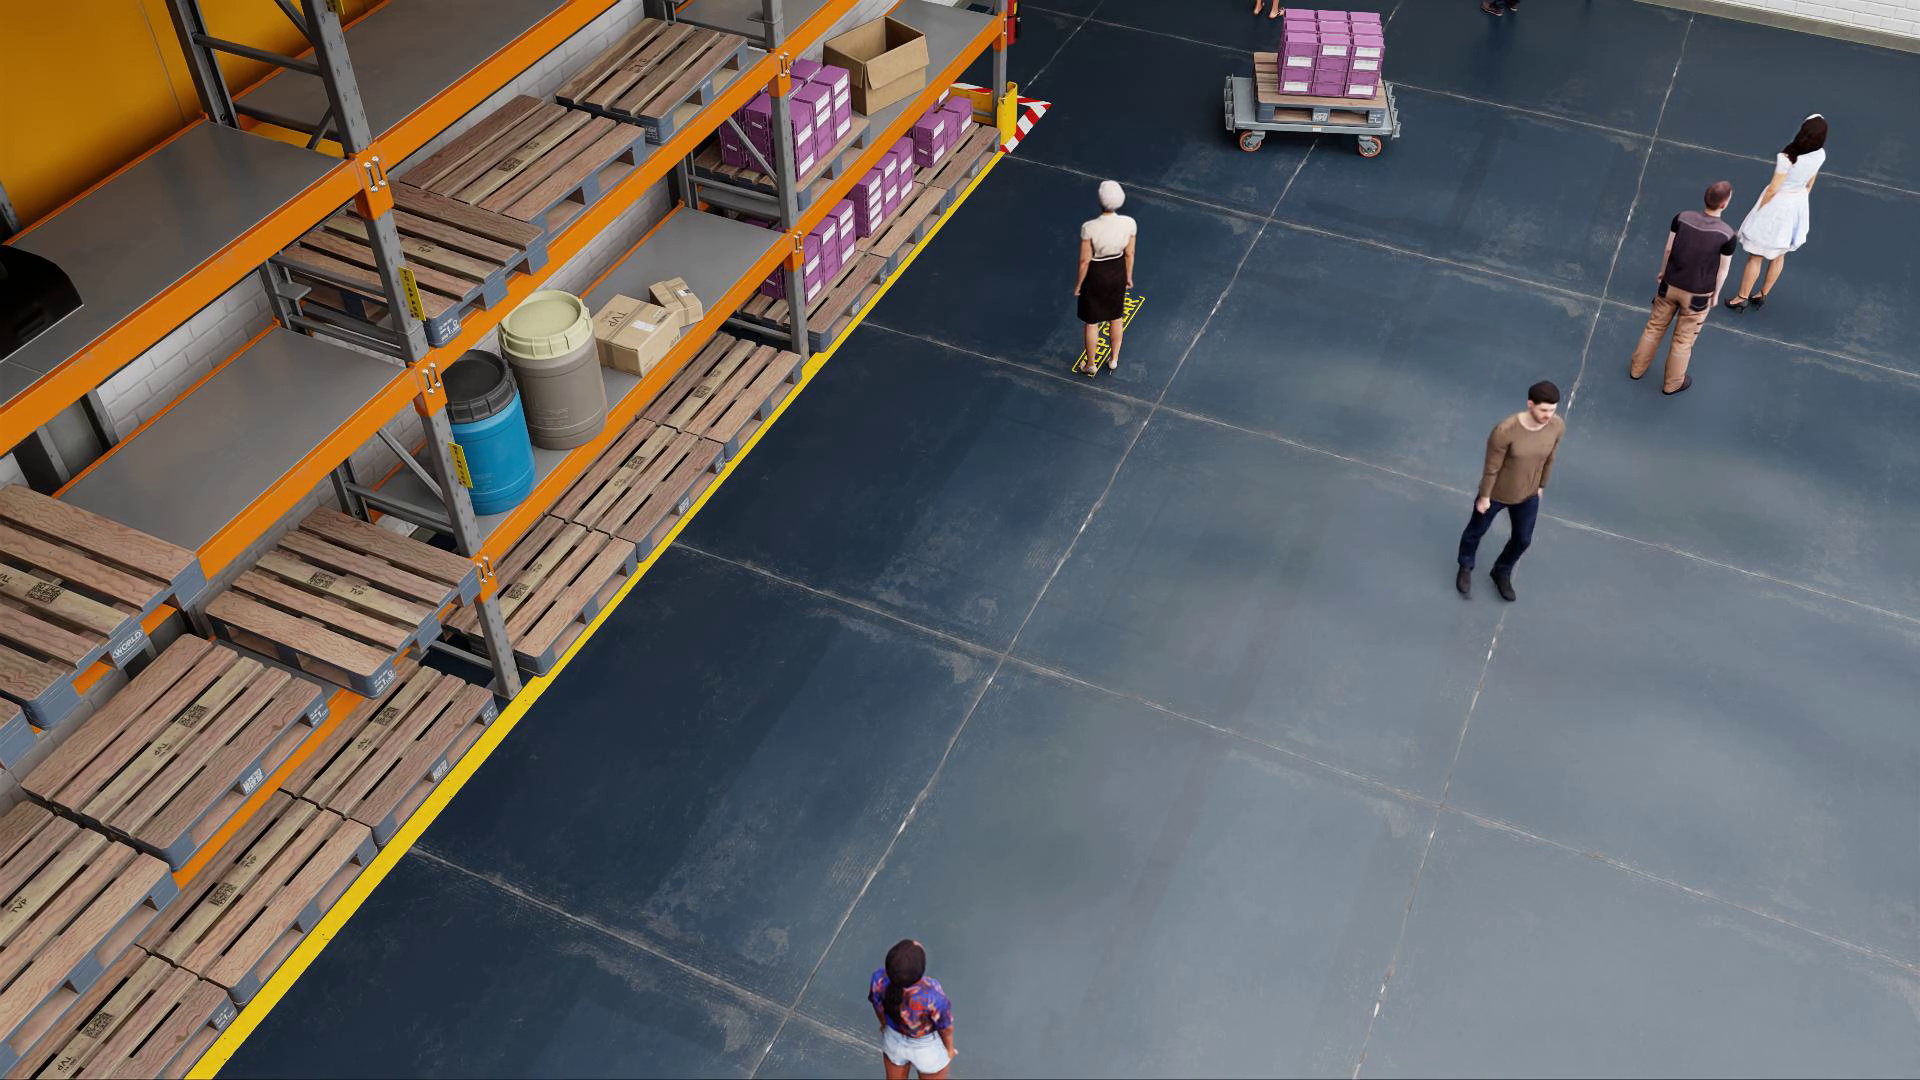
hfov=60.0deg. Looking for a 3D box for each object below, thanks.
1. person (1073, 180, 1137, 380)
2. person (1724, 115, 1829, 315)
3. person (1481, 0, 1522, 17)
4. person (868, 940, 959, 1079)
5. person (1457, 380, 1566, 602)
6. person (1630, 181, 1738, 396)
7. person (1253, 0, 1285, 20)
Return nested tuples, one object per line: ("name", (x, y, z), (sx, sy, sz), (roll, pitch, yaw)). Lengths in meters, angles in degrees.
("person", (1.129, -2.025, 13.060), (0.715, 1.754, 0.747), (-10, 44, -10))
("person", (6.748, -2.667, 13.687), (0.854, 1.818, 0.906), (-8, 44, -8))
("person", (5.963, -6.528, 17.721), (0.836, 1.845, 0.932), (-21, 47, -20))
("person", (-0.232, 2.516, 8.303), (0.570, 1.741, 0.510), (17, 46, 17))
("person", (3.706, -0.379, 11.242), (0.780, 1.878, 0.813), (-2, 44, -2))
("person", (5.659, -1.980, 12.949), (0.731, 1.841, 0.762), (-32, 52, -29))
("person", (3.367, -6.364, 17.761), (0.573, 1.553, 0.627), (23, 48, 22))
